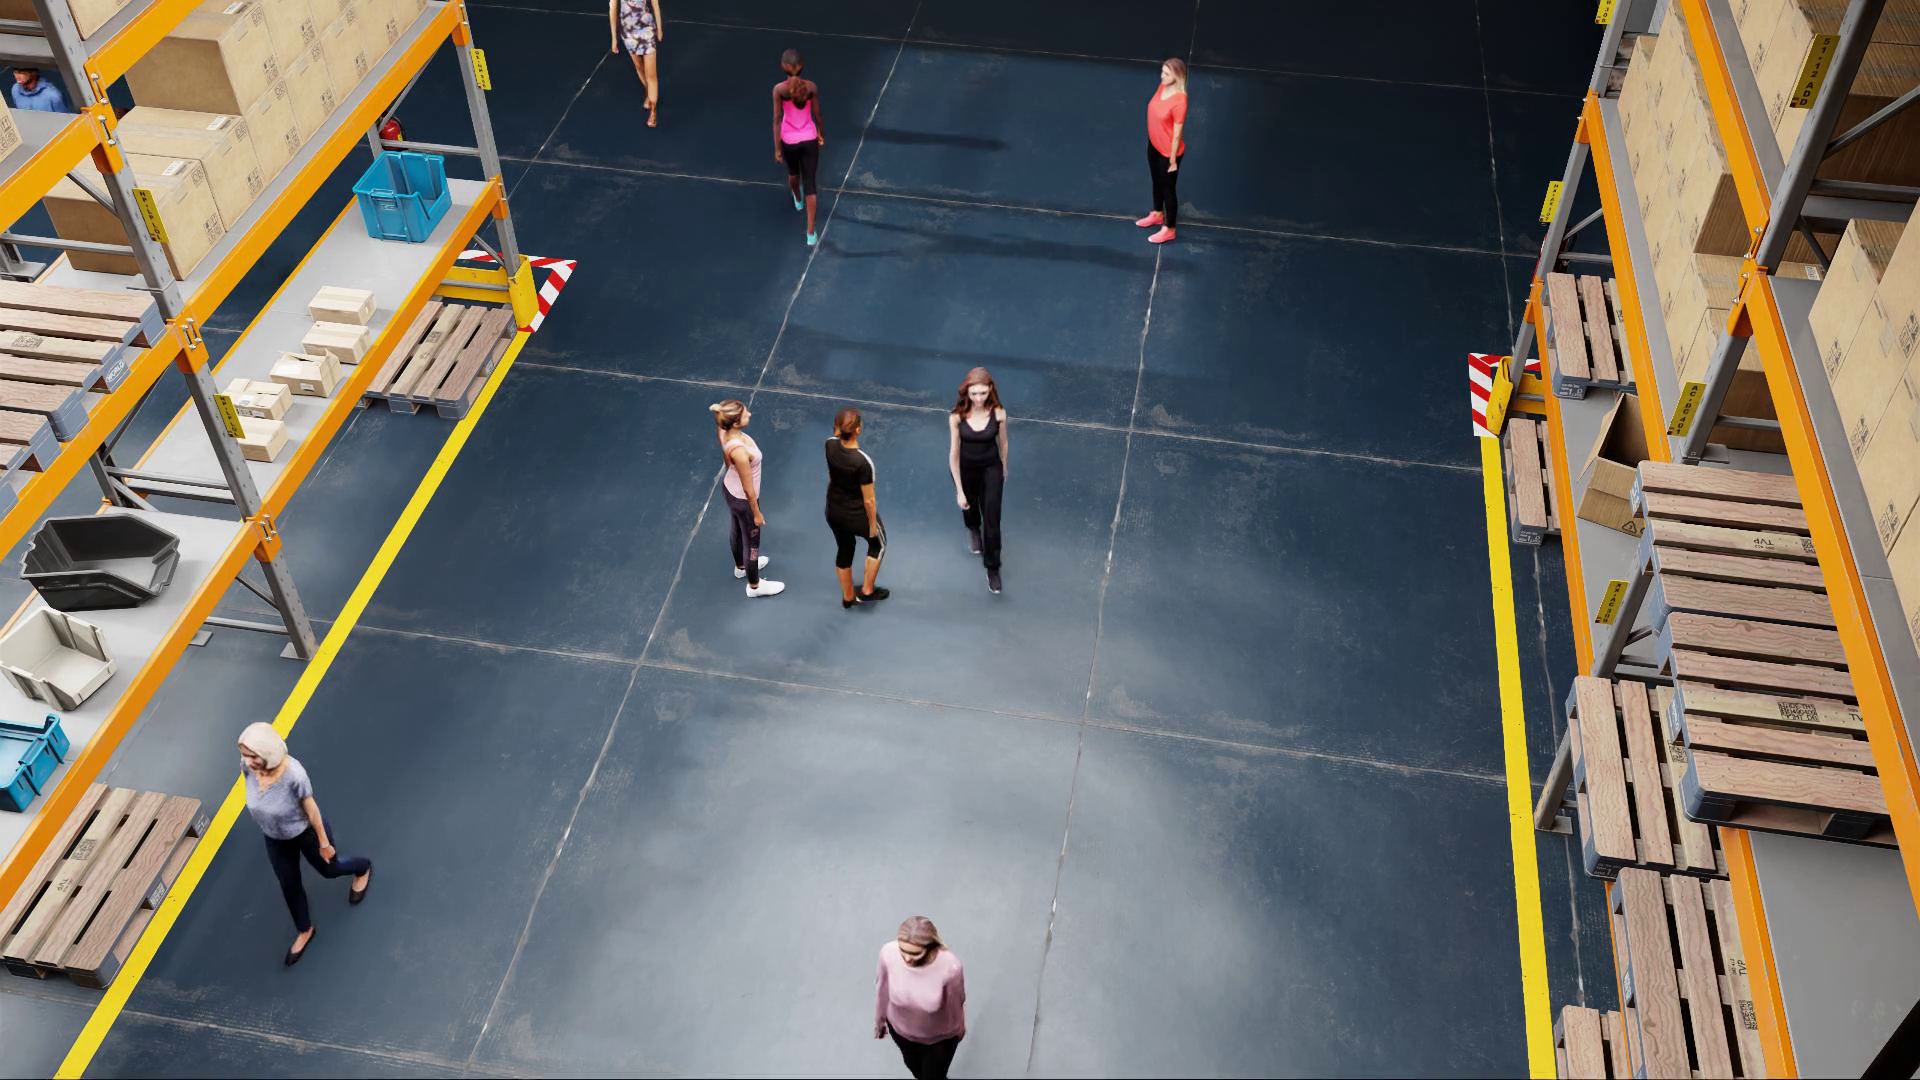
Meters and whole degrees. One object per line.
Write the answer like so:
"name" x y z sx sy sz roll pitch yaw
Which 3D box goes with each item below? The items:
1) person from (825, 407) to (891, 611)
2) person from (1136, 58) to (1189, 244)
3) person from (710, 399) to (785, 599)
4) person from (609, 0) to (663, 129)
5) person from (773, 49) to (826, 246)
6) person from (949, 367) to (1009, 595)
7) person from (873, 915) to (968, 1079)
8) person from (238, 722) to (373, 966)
"person" -0.770 -0.148 10.986 0.687 1.651 0.720 29 51 27
"person" 1.790 -3.374 14.342 0.731 1.692 0.628 -14 45 -14
"person" -1.467 -0.297 11.151 0.720 1.640 0.643 -19 47 -19
"person" -3.074 -4.895 15.935 0.730 1.698 1.065 0 44 0
"person" -1.370 -3.357 14.337 0.826 1.677 1.204 -4 44 -4
"person" 0.099 -0.551 11.363 0.722 1.715 1.022 -3 44 -3
"person" -0.161 2.344 8.354 0.642 1.674 0.627 13 45 13
"person" -3.607 1.552 9.164 0.690 1.703 0.978 13 45 13
